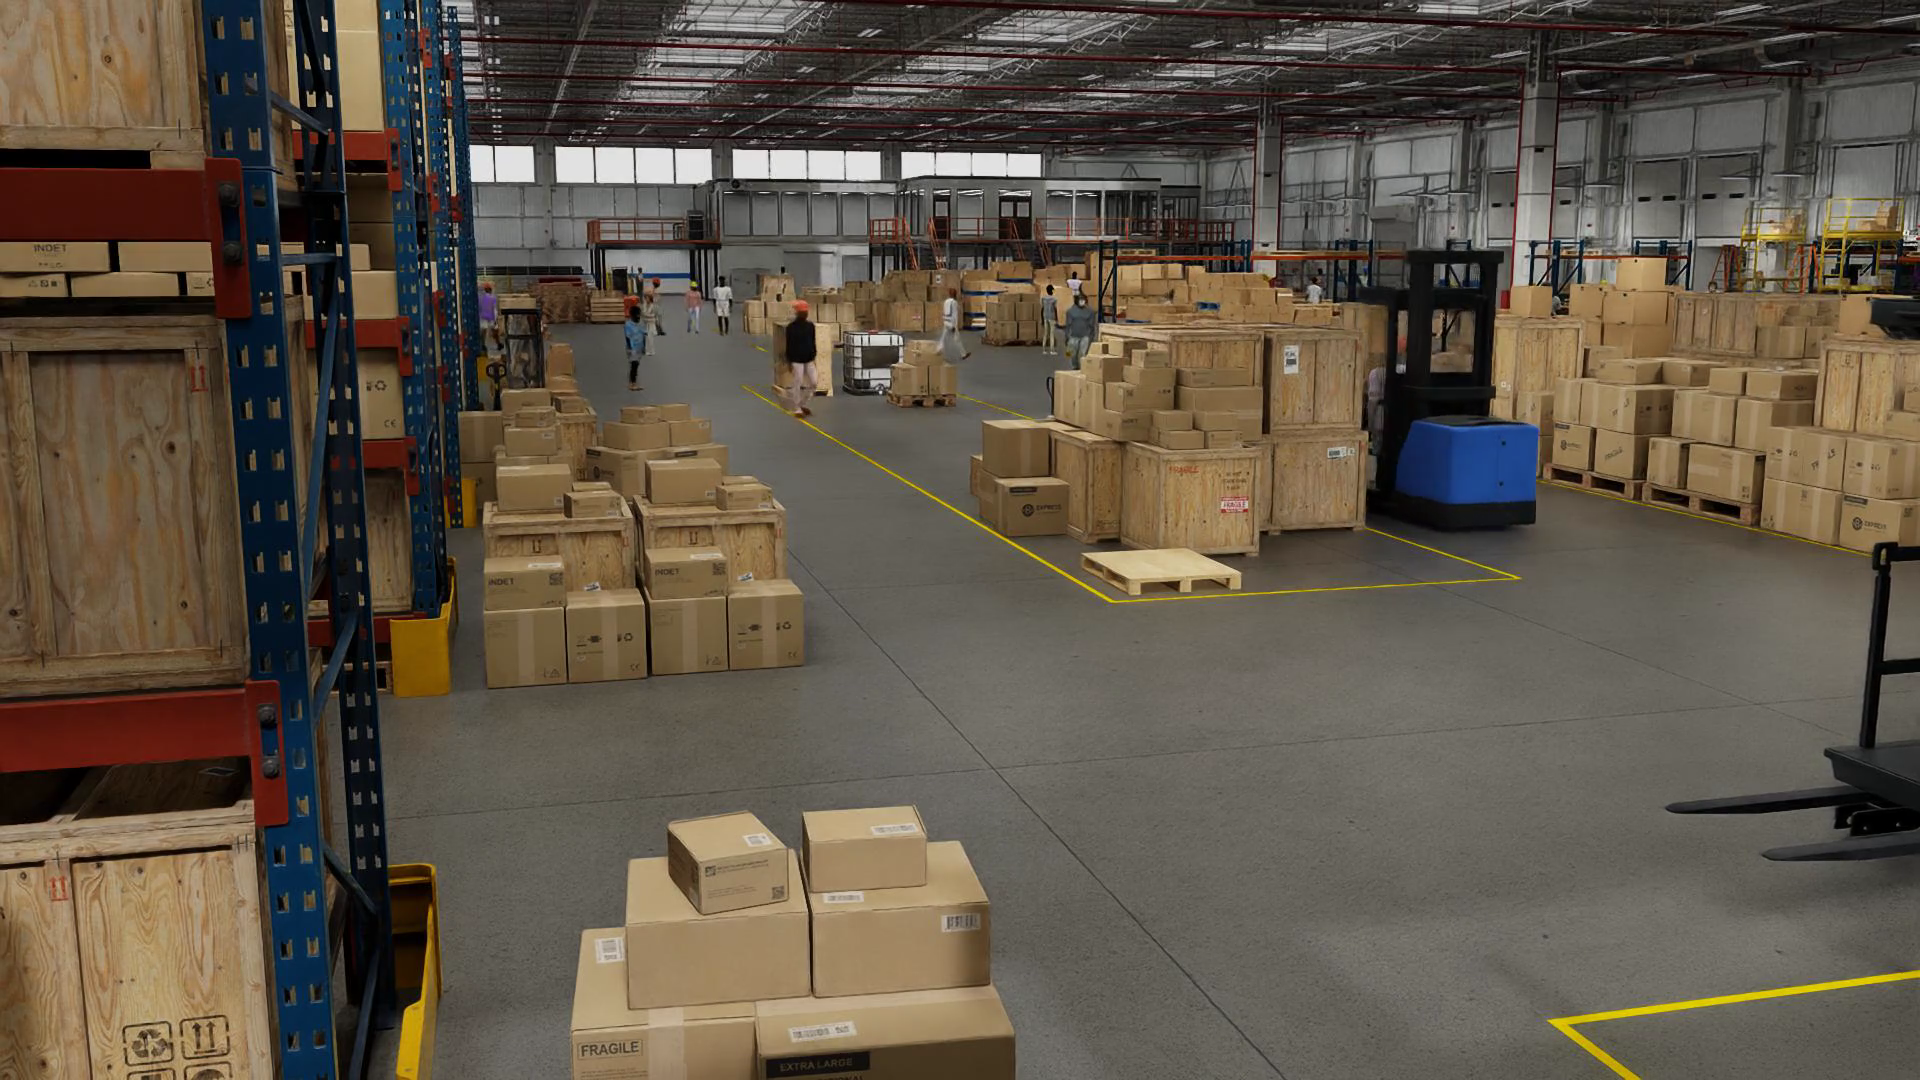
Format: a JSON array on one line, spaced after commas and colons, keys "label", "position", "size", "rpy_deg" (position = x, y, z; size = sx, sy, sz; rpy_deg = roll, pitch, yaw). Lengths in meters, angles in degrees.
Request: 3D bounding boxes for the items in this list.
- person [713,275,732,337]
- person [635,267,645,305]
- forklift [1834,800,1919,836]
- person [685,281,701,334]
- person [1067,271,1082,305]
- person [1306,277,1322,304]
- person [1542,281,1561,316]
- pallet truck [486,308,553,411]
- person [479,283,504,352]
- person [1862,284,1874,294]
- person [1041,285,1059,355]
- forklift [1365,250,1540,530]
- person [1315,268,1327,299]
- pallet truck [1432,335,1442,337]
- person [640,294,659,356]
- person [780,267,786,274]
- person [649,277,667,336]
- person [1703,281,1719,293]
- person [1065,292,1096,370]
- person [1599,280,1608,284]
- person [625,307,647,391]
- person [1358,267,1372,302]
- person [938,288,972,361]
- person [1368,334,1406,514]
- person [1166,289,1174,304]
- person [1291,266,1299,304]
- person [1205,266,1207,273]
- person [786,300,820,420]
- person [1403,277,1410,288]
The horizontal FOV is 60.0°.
[{"label": "person", "position": [-7.596, -7.478, 53.147], "size": [0.616, 1.951, 0.479], "rpy_deg": [-1, 10, -4]}, {"label": "person", "position": [-15.755, -12.494, 81.874], "size": [0.507, 1.838, 0.351], "rpy_deg": [8, 13, 38]}, {"label": "forklift", "position": [5.310, 0.103, 7.589], "size": [1.873, 2.768, 1.129], "rpy_deg": [-3, 10, -15]}, {"label": "person", "position": [-8.828, -7.690, 54.999], "size": [0.542, 1.730, 0.818], "rpy_deg": [-3, 10, -16]}, {"label": "person", "position": [4.426, -9.494, 64.685], "size": [0.634, 1.904, 0.453], "rpy_deg": [-1, 10, -7]}, {"label": "person", "position": [12.144, -8.106, 57.098], "size": [0.549, 1.824, 0.992], "rpy_deg": [6, 12, 31]}, {"label": "person", "position": [14.218, -5.275, 40.418], "size": [0.689, 2.000, 0.539], "rpy_deg": [3, 10, 16]}, {"label": "pallet truck", "position": [-6.242, -2.418, 24.362], "size": [0.823, 1.965, 1.885], "rpy_deg": [1, 10, 3]}, {"label": "person", "position": [-12.917, -6.104, 45.647], "size": [0.541, 1.872, 1.070], "rpy_deg": [2, 10, 13]}, {"label": "person", "position": [22.967, -5.555, 42.388], "size": [0.480, 1.913, 0.597], "rpy_deg": [7, 12, 35]}, {"label": "person", "position": [2.382, -5.825, 44.060], "size": [0.510, 1.860, 0.333], "rpy_deg": [6, 12, 32]}, {"label": "forklift", "position": [5.102, -1.615, 17.316], "size": [1.129, 2.768, 1.873], "rpy_deg": [-3, 10, -16]}, {"label": "person", "position": [17.195, -12.063, 79.464], "size": [0.619, 1.836, 0.430], "rpy_deg": [9, 14, 43]}, {"label": "pallet truck", "position": [14.620, -7.324, 52.145], "size": [0.823, 1.965, 1.885], "rpy_deg": [8, 13, 40]}, {"label": "person", "position": [-8.195, -5.633, 43.667], "size": [0.529, 1.615, 0.709], "rpy_deg": [5, 11, 28]}, {"label": "person", "position": [-8.228, -11.754, 77.453], "size": [0.587, 1.920, 0.391], "rpy_deg": [-2, 10, -13]}, {"label": "person", "position": [-9.929, -7.530, 53.619], "size": [0.839, 1.901, 0.573], "rpy_deg": [3, 10, 16]}, {"label": "person", "position": [20.479, -6.099, 45.384], "size": [0.630, 1.937, 0.373], "rpy_deg": [6, 12, 30]}, {"label": "person", "position": [2.528, -4.231, 34.849], "size": [0.642, 1.919, 0.568], "rpy_deg": [1, 10, 7]}, {"label": "person", "position": [18.086, -6.378, 46.995], "size": [0.383, 1.924, 0.589], "rpy_deg": [0, 10, 3]}, {"label": "person", "position": [-6.436, -3.803, 33.128], "size": [0.512, 1.672, 0.538], "rpy_deg": [6, 12, 31]}, {"label": "person", "position": [18.037, -11.157, 74.041], "size": [0.607, 1.935, 0.412], "rpy_deg": [6, 11, 29]}, {"label": "person", "position": [-0.194, -5.408, 41.760], "size": [1.038, 1.825, 0.594], "rpy_deg": [-7, 12, -33]}, {"label": "person", "position": [4.640, -1.244, 17.873], "size": [0.547, 1.942, 0.351], "rpy_deg": [0, 10, 0]}, {"label": "person", "position": [4.773, -4.669, 37.314], "size": [0.449, 1.922, 0.666], "rpy_deg": [3, 10, 14]}, {"label": "person", "position": [15.522, -11.642, 76.699], "size": [0.855, 1.970, 0.629], "rpy_deg": [-1, 10, -8]}, {"label": "person", "position": [11.831, -12.298, 80.476], "size": [0.356, 1.937, 0.552], "rpy_deg": [-1, 10, -4]}, {"label": "person", "position": [-2.601, -2.972, 27.536], "size": [0.647, 1.978, 0.540], "rpy_deg": [-9, 14, -43]}, {"label": "person", "position": [15.367, -8.039, 56.710], "size": [0.626, 1.824, 0.555], "rpy_deg": [-2, 10, -9]}]
